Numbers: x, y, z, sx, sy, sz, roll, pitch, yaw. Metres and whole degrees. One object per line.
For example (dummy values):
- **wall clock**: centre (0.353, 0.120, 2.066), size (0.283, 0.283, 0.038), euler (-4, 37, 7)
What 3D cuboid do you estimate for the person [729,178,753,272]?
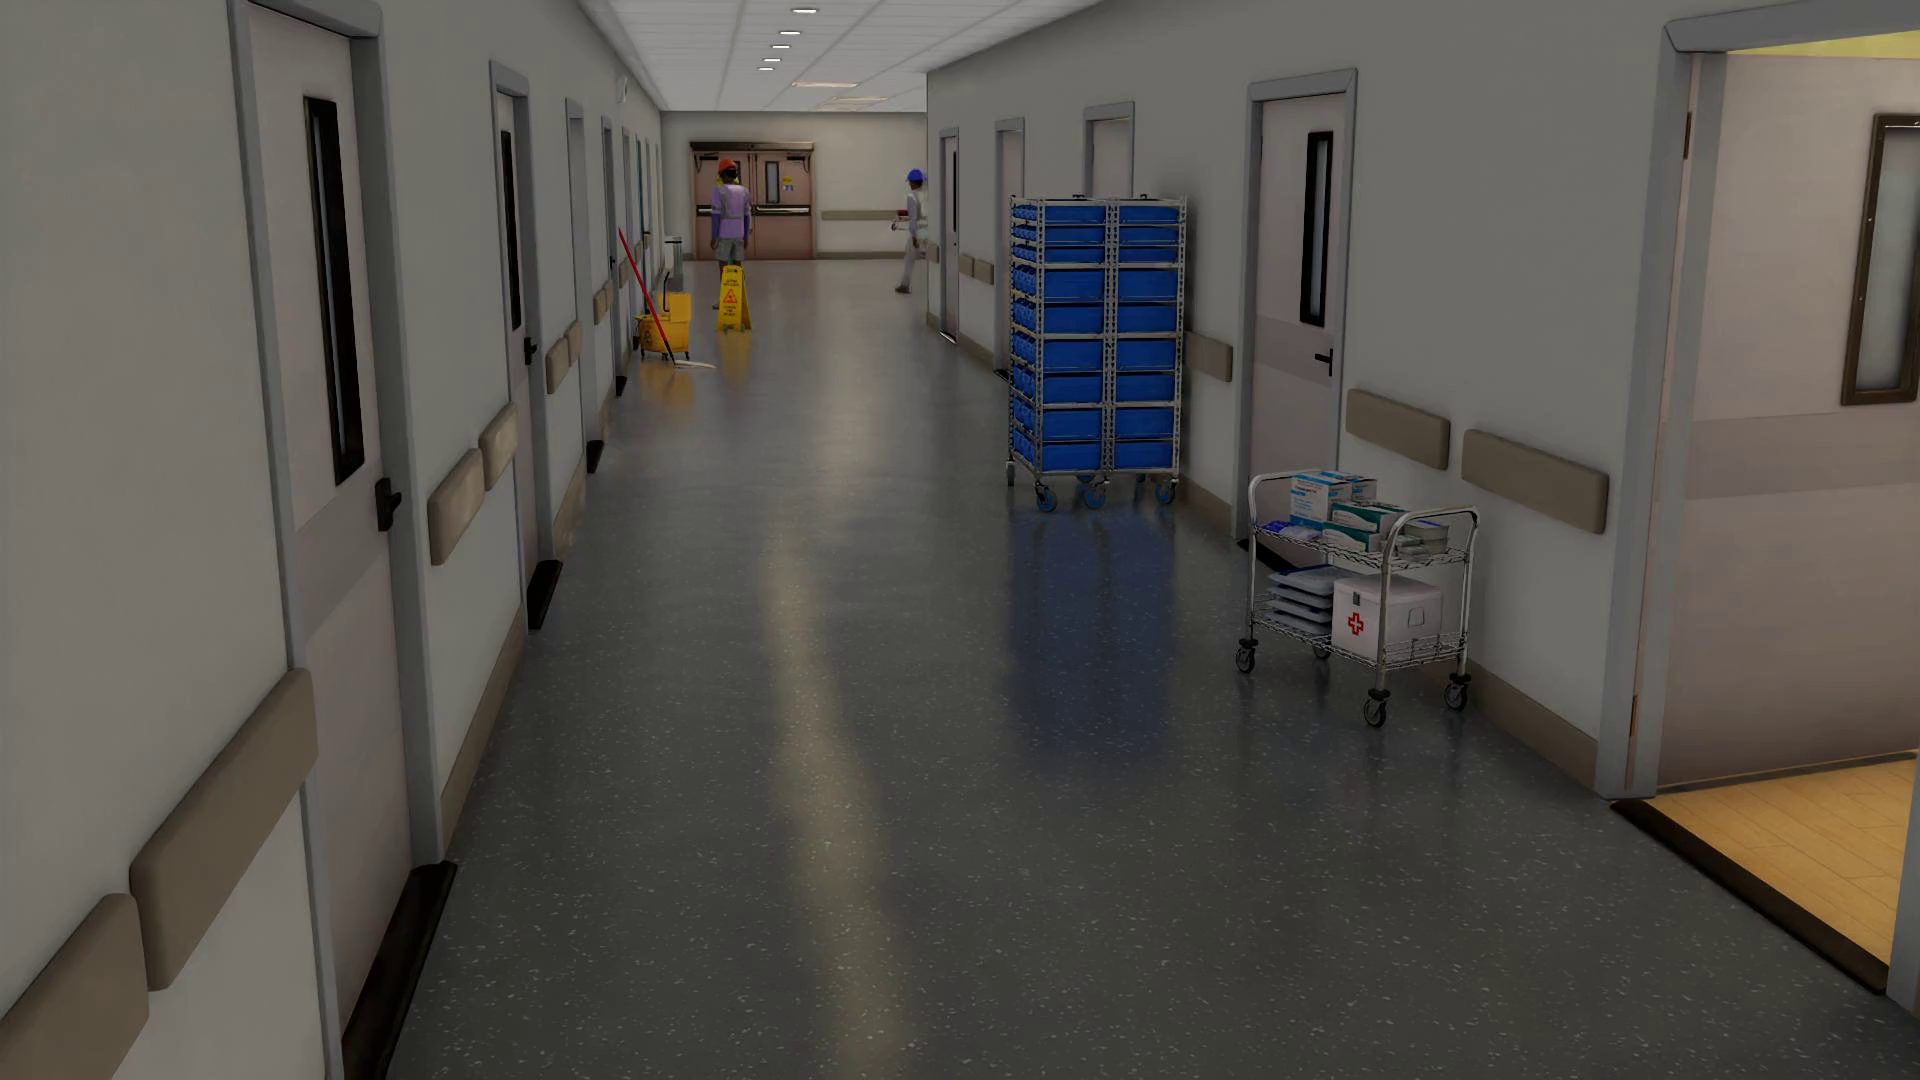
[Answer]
- **person**: centre (-3.979, -5.584, 29.638), size (0.545, 1.725, 0.864), euler (0, 13, -1)

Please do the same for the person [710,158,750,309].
- **person**: centre (-3.135, -4.148, 22.612), size (0.409, 2.028, 0.615), euler (12, 18, 43)
